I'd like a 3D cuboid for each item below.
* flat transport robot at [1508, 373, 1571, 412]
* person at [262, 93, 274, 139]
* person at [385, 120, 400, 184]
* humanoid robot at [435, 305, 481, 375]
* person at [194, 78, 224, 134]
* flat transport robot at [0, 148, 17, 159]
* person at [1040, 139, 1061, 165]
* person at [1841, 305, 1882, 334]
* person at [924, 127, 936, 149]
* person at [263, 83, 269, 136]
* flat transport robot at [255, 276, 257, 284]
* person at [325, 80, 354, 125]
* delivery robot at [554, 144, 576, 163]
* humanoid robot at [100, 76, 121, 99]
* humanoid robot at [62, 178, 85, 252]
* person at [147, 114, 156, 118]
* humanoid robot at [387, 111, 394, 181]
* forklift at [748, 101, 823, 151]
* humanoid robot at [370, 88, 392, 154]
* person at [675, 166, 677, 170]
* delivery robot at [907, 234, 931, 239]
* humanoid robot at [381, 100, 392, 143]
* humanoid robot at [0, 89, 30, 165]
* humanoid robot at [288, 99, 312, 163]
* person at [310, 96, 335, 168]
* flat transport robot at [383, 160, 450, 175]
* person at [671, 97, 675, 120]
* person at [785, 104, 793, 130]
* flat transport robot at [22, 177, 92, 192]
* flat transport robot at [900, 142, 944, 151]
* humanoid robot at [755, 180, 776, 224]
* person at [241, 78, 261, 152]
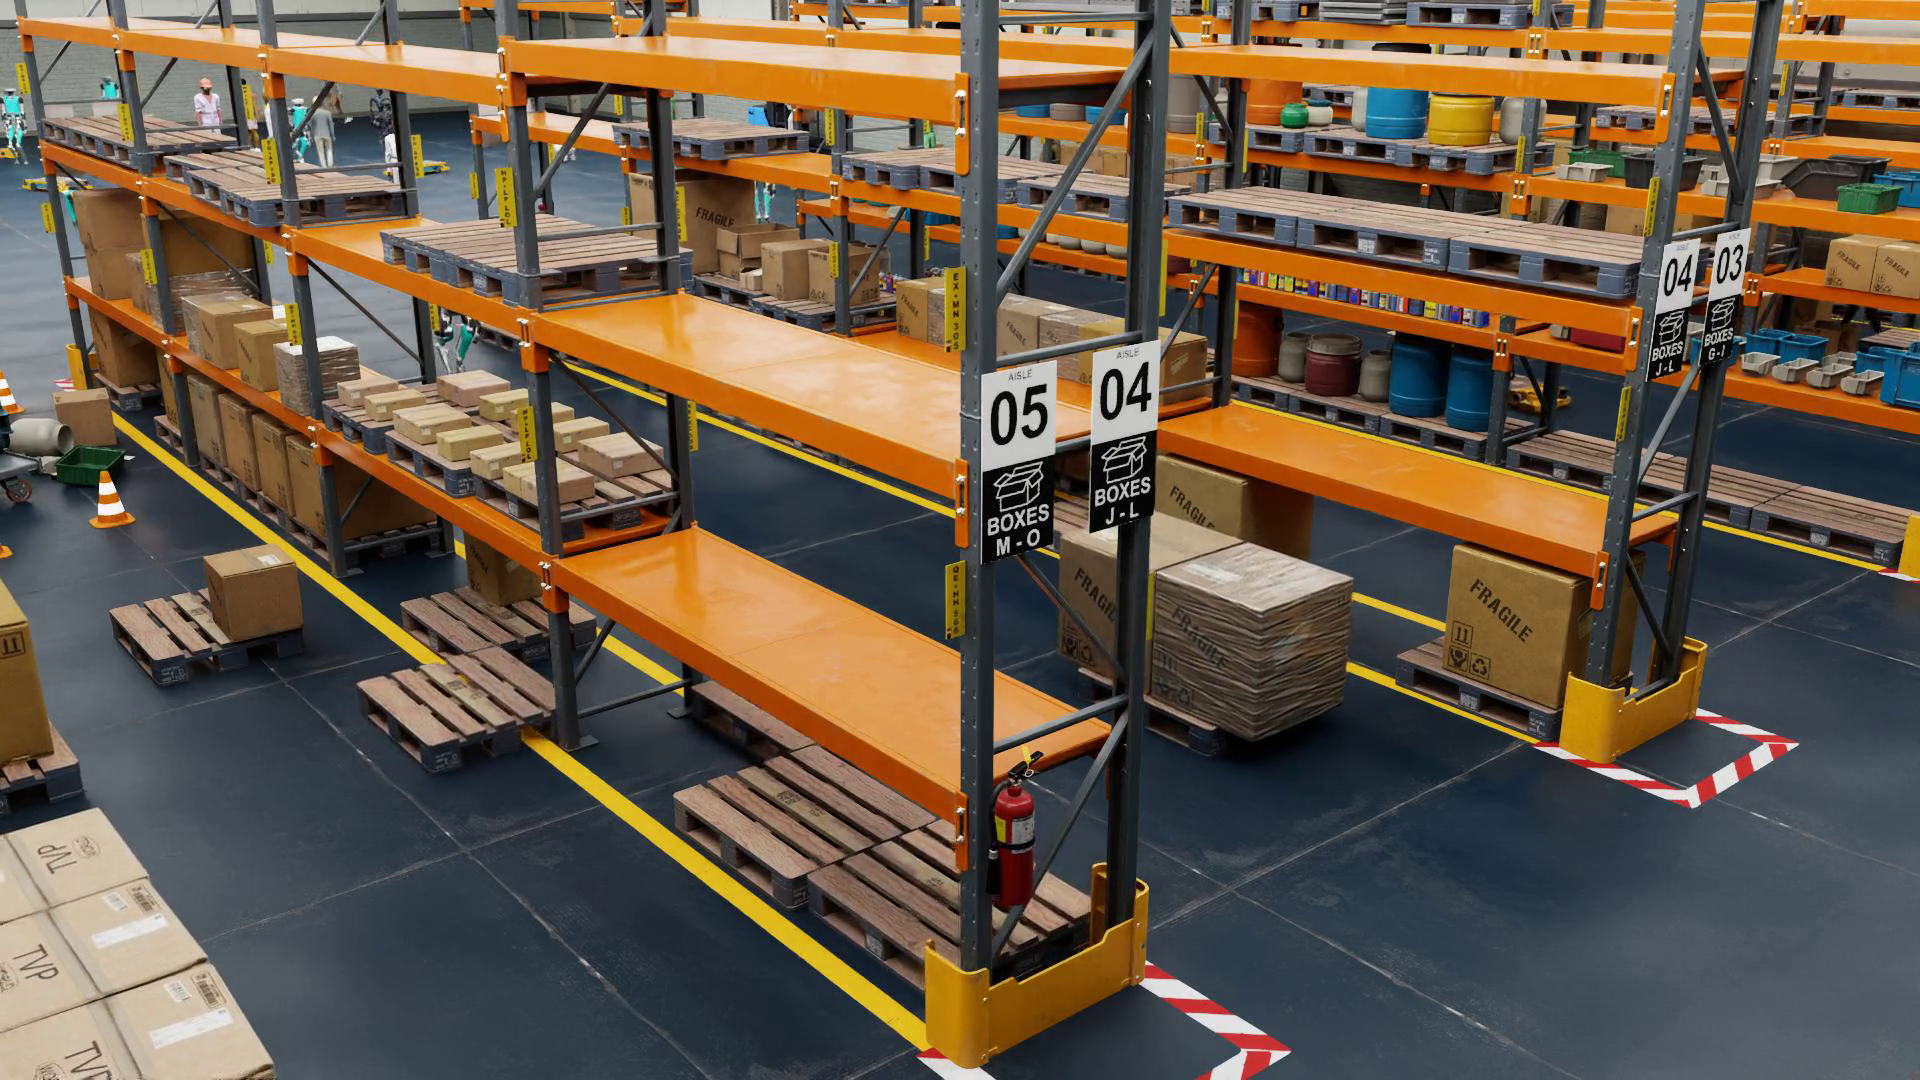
[{"bbox_3d":[6.109,-1.720,18.831,0.659,0.231,1.431,-13,23,-33],"label":"flat transport robot"},{"bbox_3d":[-15.377,-9.109,37.420,0.425,1.894,0.519,7,21,19],"label":"person"},{"bbox_3d":[-10.553,-7.018,31.474,0.580,1.882,0.338,-1,19,-1],"label":"person"},{"bbox_3d":[-5.624,-2.392,18.544,0.561,1.727,1.031,-11,22,-28],"label":"humanoid robot"},{"bbox_3d":[-17.754,-9.896,39.430,0.389,2.040,0.613,15,24,37],"label":"person"},{"bbox_3d":[-24.077,-9.506,40.991,1.431,0.231,0.659,-10,22,-27],"label":"flat transport robot"},{"bbox_3d":[1.702,-6.878,31.267,0.412,1.756,0.545,-13,23,-32],"label":"person"},{"bbox_3d":[11.705,-3.301,21.225,0.551,1.648,0.842,-17,25,-39],"label":"person"},{"bbox_3d":[-0.649,-7.528,33.160,0.477,1.733,0.316,15,24,37],"label":"person"},{"bbox_3d":[-18.564,-11.570,44.714,0.322,1.691,0.533,-10,21,-25],"label":"person"},{"bbox_3d":[-9.364,-2.490,21.022,1.431,0.231,0.659,-12,23,-31],"label":"flat transport robot"},{"bbox_3d":[-18.511,-13.256,49.314,0.535,1.819,0.997,17,26,40],"label":"person"},{"bbox_3d":[-9.697,-9.459,40.422,0.499,0.594,0.778,7,21,20],"label":"delivery robot"},{"bbox_3d":[-22.601,-11.412,44.183,0.551,1.733,1.003,4,20,10],"label":"humanoid robot"},{"bbox_3d":[-12.574,-4.434,24.448,1.034,1.779,0.532,-10,22,-27],"label":"humanoid robot"},{"bbox_3d":[-15.655,-7.323,32.368,0.523,1.873,0.685,3,20,8],"label":"person"},{"bbox_3d":[-12.103,-8.334,35.562,0.698,1.630,0.610,-3,20,-7],"label":"humanoid robot"},{"bbox_3d":[-4.526,-11.368,42.374,1.129,2.768,1.873,-15,24,-37],"label":"forklift"},{"bbox_3d":[-14.625,-10.616,42.028,0.589,1.653,0.368,-3,20,-9],"label":"humanoid robot"},{"bbox_3d":[-5.027,-6.030,28.562,0.383,1.957,0.601,8,21,20],"label":"person"},{"bbox_3d":[-0.551,-5.635,29.568,0.816,0.612,0.499,-16,25,-38],"label":"delivery robot"},{"bbox_3d":[-13.051,-9.242,38.152,0.584,1.641,0.464,12,23,30],"label":"humanoid robot"},{"bbox_3d":[-22.605,-9.840,39.712,0.530,1.782,0.709,-4,20,-12],"label":"humanoid robot"},{"bbox_3d":[-14.956,-9.025,37.437,0.881,1.783,0.553,12,23,31],"label":"humanoid robot"},{"bbox_3d":[-14.554,-9.216,37.914,0.552,1.747,0.489,-9,21,-24],"label":"person"},{"bbox_3d":[-12.491,-8.540,38.242,0.659,0.231,1.431,11,22,28],"label":"flat transport robot"},{"bbox_3d":[-7.219,-10.324,40.781,0.482,1.954,0.824,-4,20,-12],"label":"person"},{"bbox_3d":[-3.622,-8.758,36.423,0.371,1.890,0.563,-5,20,-13],"label":"person"},{"bbox_3d":[-19.313,-7.596,35.554,1.431,0.231,0.659,10,22,27],"label":"flat transport robot"},{"bbox_3d":[-0.785,-7.732,35.942,0.659,0.231,1.431,-8,21,-22],"label":"flat transport robot"},{"bbox_3d":[-3.462,-6.004,28.832,0.585,1.787,0.821,-1,19,-1],"label":"humanoid robot"},{"bbox_3d":[-18.072,-10.775,42.228,0.798,1.843,0.410,7,21,20],"label":"person"}]
